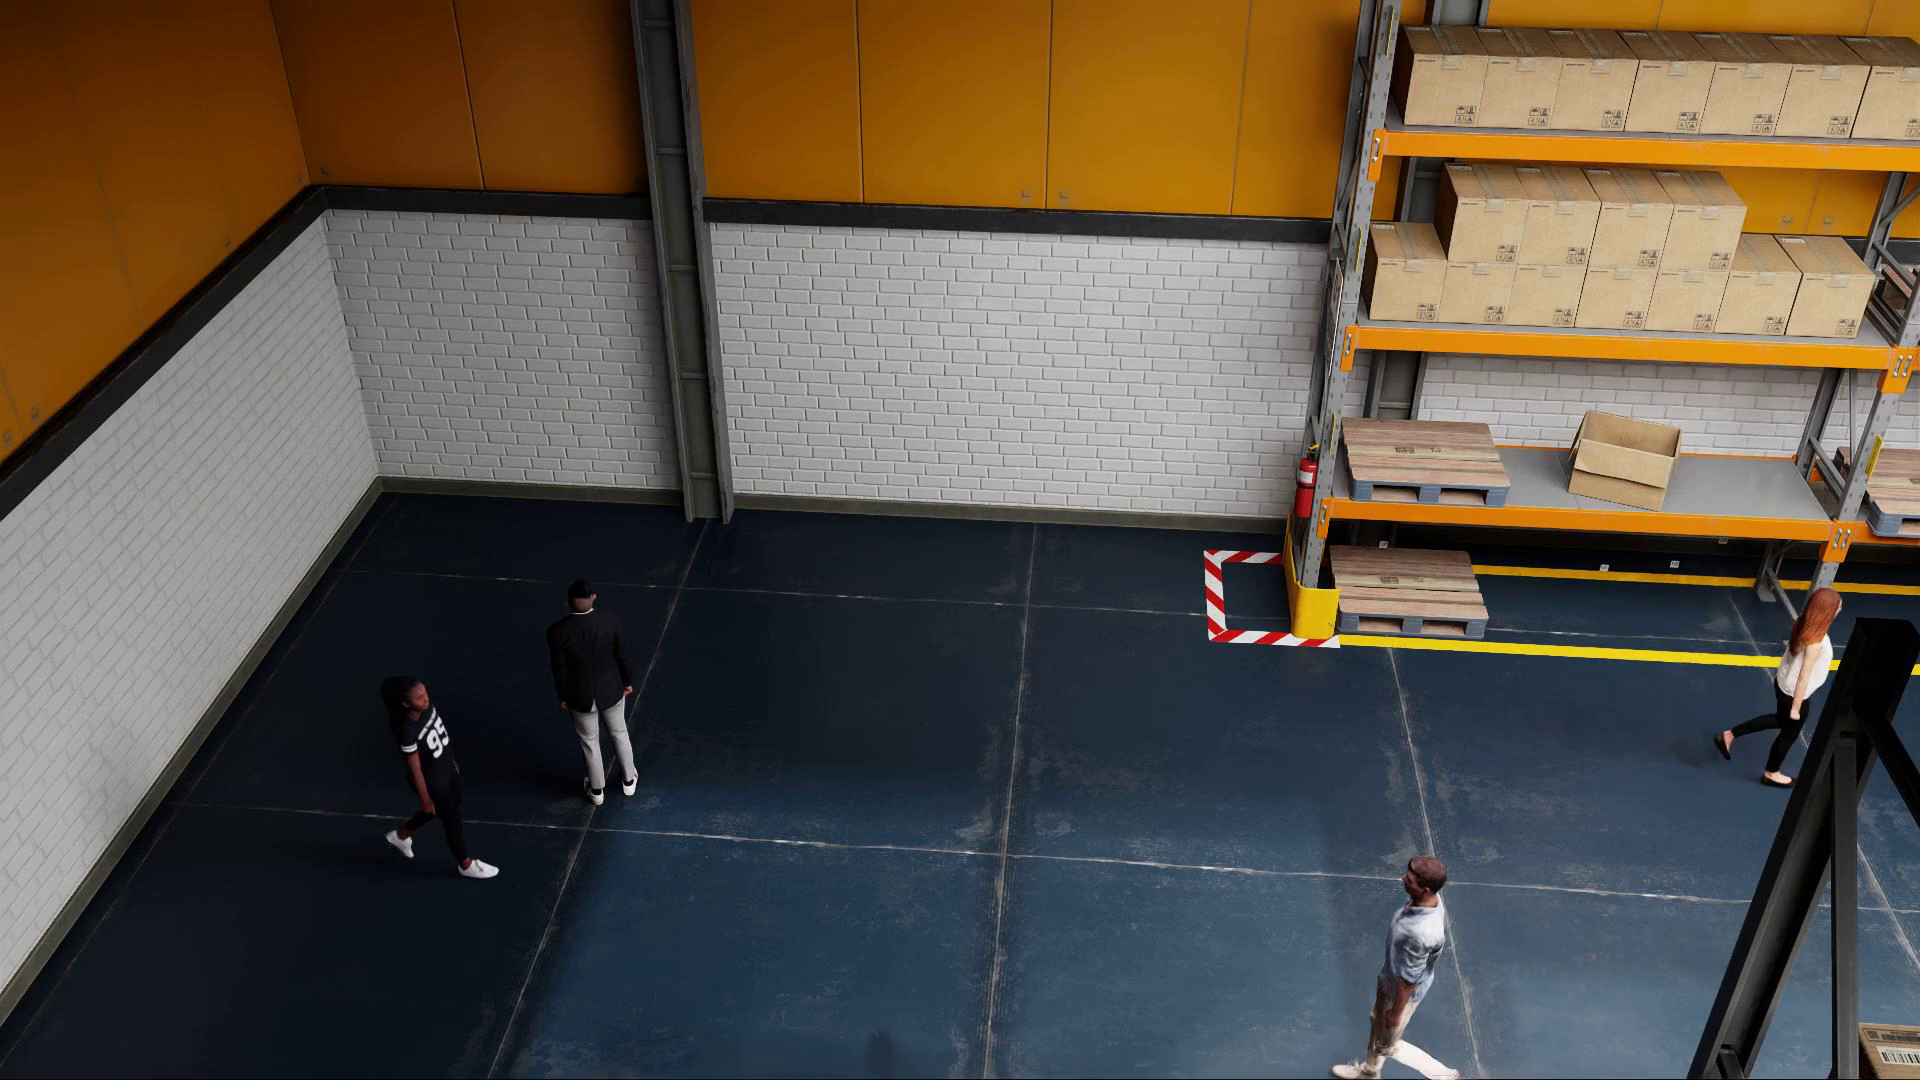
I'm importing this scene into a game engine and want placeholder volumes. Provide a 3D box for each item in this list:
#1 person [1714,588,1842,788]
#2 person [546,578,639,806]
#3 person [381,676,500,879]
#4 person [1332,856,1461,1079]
[{"bbox_3d":[5.857,1.059,11.859,0.918,1.706,0.685,10,35,15],"label":"person"},{"bbox_3d":[-2.565,1.035,11.683,0.711,1.943,0.852,-12,36,-18],"label":"person"},{"bbox_3d":[-3.572,1.580,11.068,0.995,1.715,0.668,0,34,0],"label":"person"},{"bbox_3d":[2.611,2.550,9.500,0.958,1.835,0.709,7,34,10],"label":"person"}]
